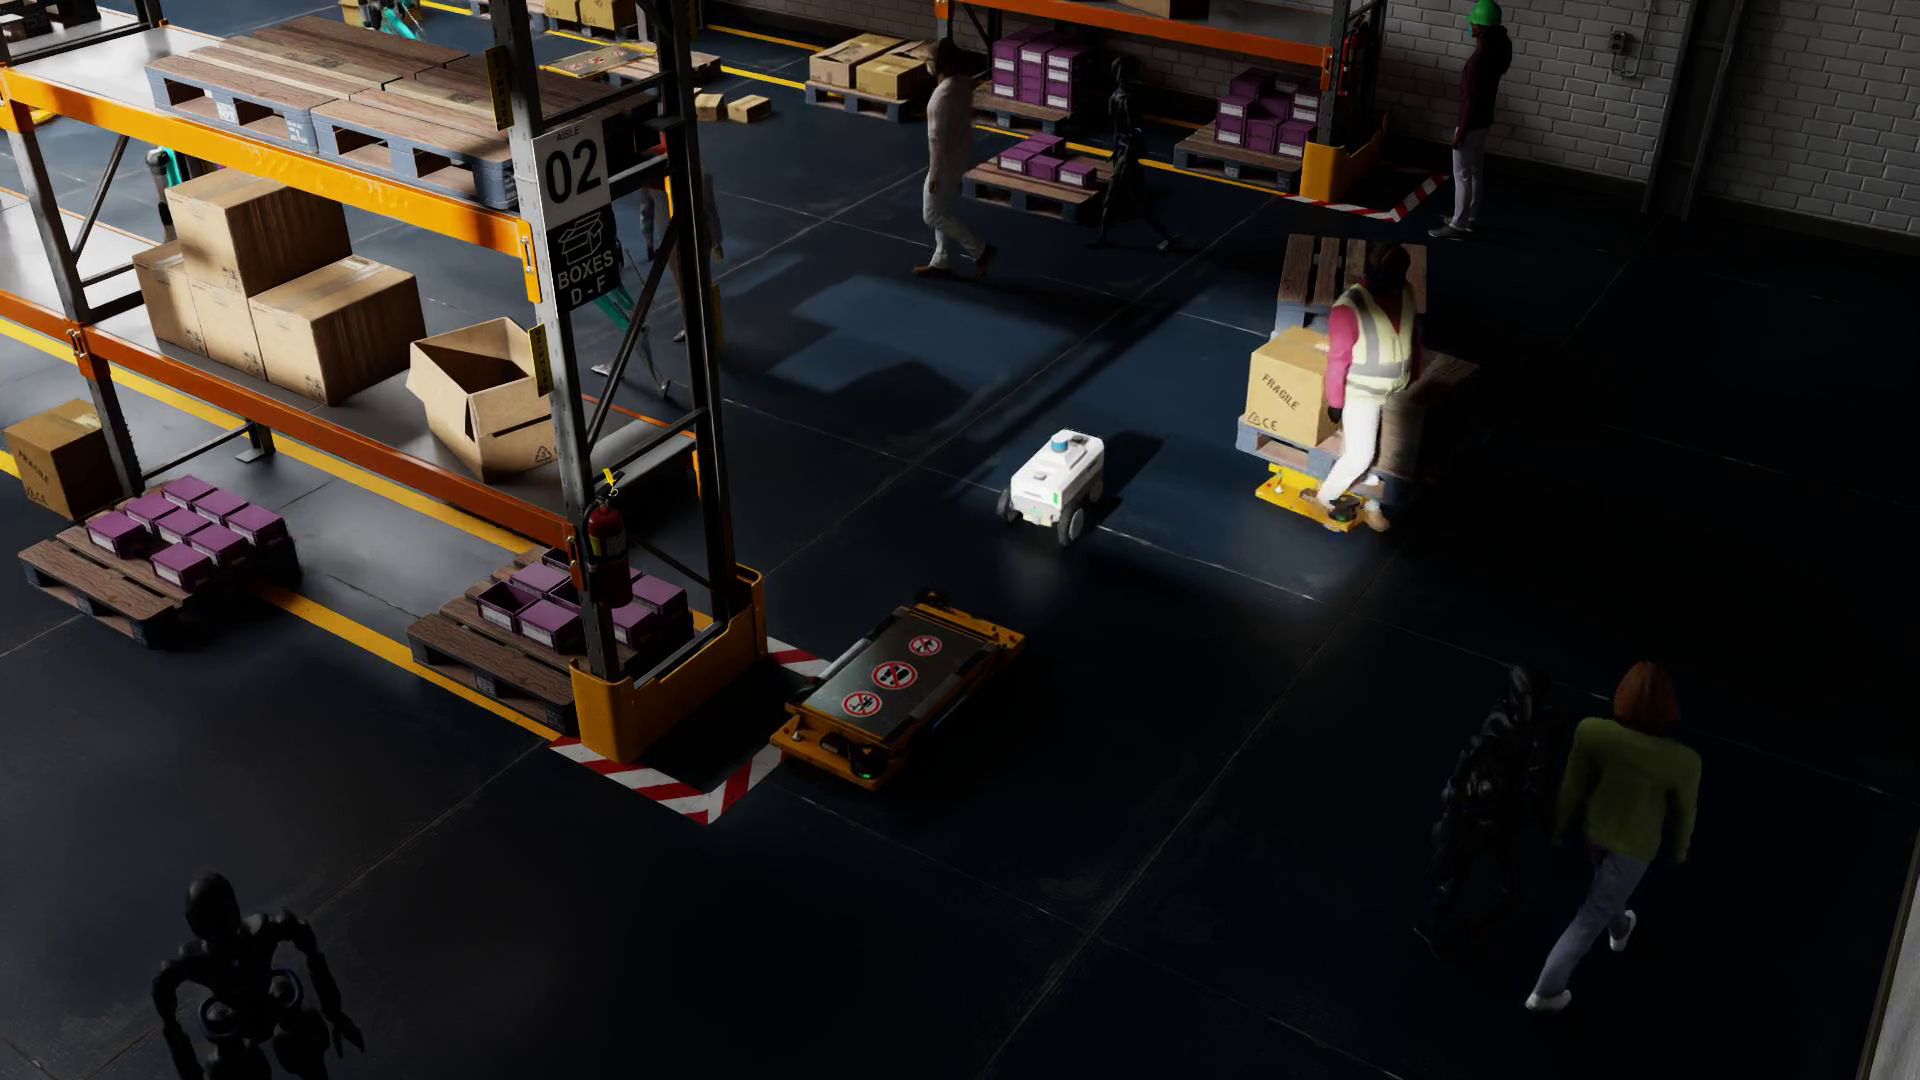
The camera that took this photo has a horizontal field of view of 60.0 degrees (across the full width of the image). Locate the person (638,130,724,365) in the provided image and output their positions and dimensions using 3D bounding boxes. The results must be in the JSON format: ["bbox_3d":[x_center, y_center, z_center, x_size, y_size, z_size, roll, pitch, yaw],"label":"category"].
[{"bbox_3d":[-1.991,-2.099,11.781,0.582,1.710,0.703,9,34,13],"label":"person"}]

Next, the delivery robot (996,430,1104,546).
[{"bbox_3d":[0.593,-0.362,10.161,0.499,0.587,0.782,17,37,24],"label":"delivery robot"}]

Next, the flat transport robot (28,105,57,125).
[{"bbox_3d":[-9.638,-4.366,16.584,1.431,0.231,0.659,7,34,10],"label":"flat transport robot"}]

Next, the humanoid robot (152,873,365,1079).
[{"bbox_3d":[-2.475,1.750,5.897,0.611,1.639,0.384,-20,38,-28],"label":"humanoid robot"}]

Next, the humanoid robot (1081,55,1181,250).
[{"bbox_3d":[1.415,-3.093,13.406,0.808,1.645,0.600,-2,33,-3],"label":"humanoid robot"}]

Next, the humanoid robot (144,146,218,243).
[{"bbox_3d":[-5.564,-2.195,11.929,0.662,1.827,0.538,16,36,23],"label":"humanoid robot"}]

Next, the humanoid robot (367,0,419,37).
[{"bbox_3d":[-5.947,-5.651,17.242,0.669,1.830,0.548,15,36,22],"label":"humanoid robot"}]

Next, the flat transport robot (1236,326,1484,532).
[{"bbox_3d":[2.557,-0.514,10.663,0.659,0.231,1.431,25,40,33],"label":"flat transport robot"}]

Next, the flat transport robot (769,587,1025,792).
[{"bbox_3d":[-0.302,0.750,8.721,0.659,0.231,1.431,20,38,27],"label":"flat transport robot"}]

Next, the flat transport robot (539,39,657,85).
[{"bbox_3d":[-3.752,-4.960,17.496,0.659,0.231,1.431,24,40,32],"label":"flat transport robot"}]

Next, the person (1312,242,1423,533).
[{"bbox_3d":[2.427,-0.886,9.800,0.651,1.828,0.453,-22,39,-30],"label":"person"}]

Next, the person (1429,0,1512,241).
[{"bbox_3d":[4.188,-3.410,13.573,0.426,1.949,0.498,23,39,30],"label":"person"}]

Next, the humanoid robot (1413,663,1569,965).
[{"bbox_3d":[2.170,1.128,6.849,0.601,1.638,0.402,-15,36,-22],"label":"humanoid robot"}]

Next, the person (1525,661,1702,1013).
[{"bbox_3d":[2.671,1.209,6.802,0.862,1.581,0.502,-24,40,-32],"label":"person"}]

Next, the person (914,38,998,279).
[{"bbox_3d":[-0.047,-2.883,12.793,0.595,1.917,0.643,6,34,10],"label":"person"}]

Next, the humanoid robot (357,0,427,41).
[{"bbox_3d":[-5.571,-5.164,16.494,0.811,1.785,0.535,15,36,21],"label":"humanoid robot"}]

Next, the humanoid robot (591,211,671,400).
[{"bbox_3d":[-2.269,-1.782,11.310,0.899,1.809,0.541,16,36,23],"label":"humanoid robot"}]

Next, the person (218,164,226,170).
[{"bbox_3d":[-5.258,-2.483,12.242,0.512,1.848,0.341,-1,33,-1],"label":"person"}]
